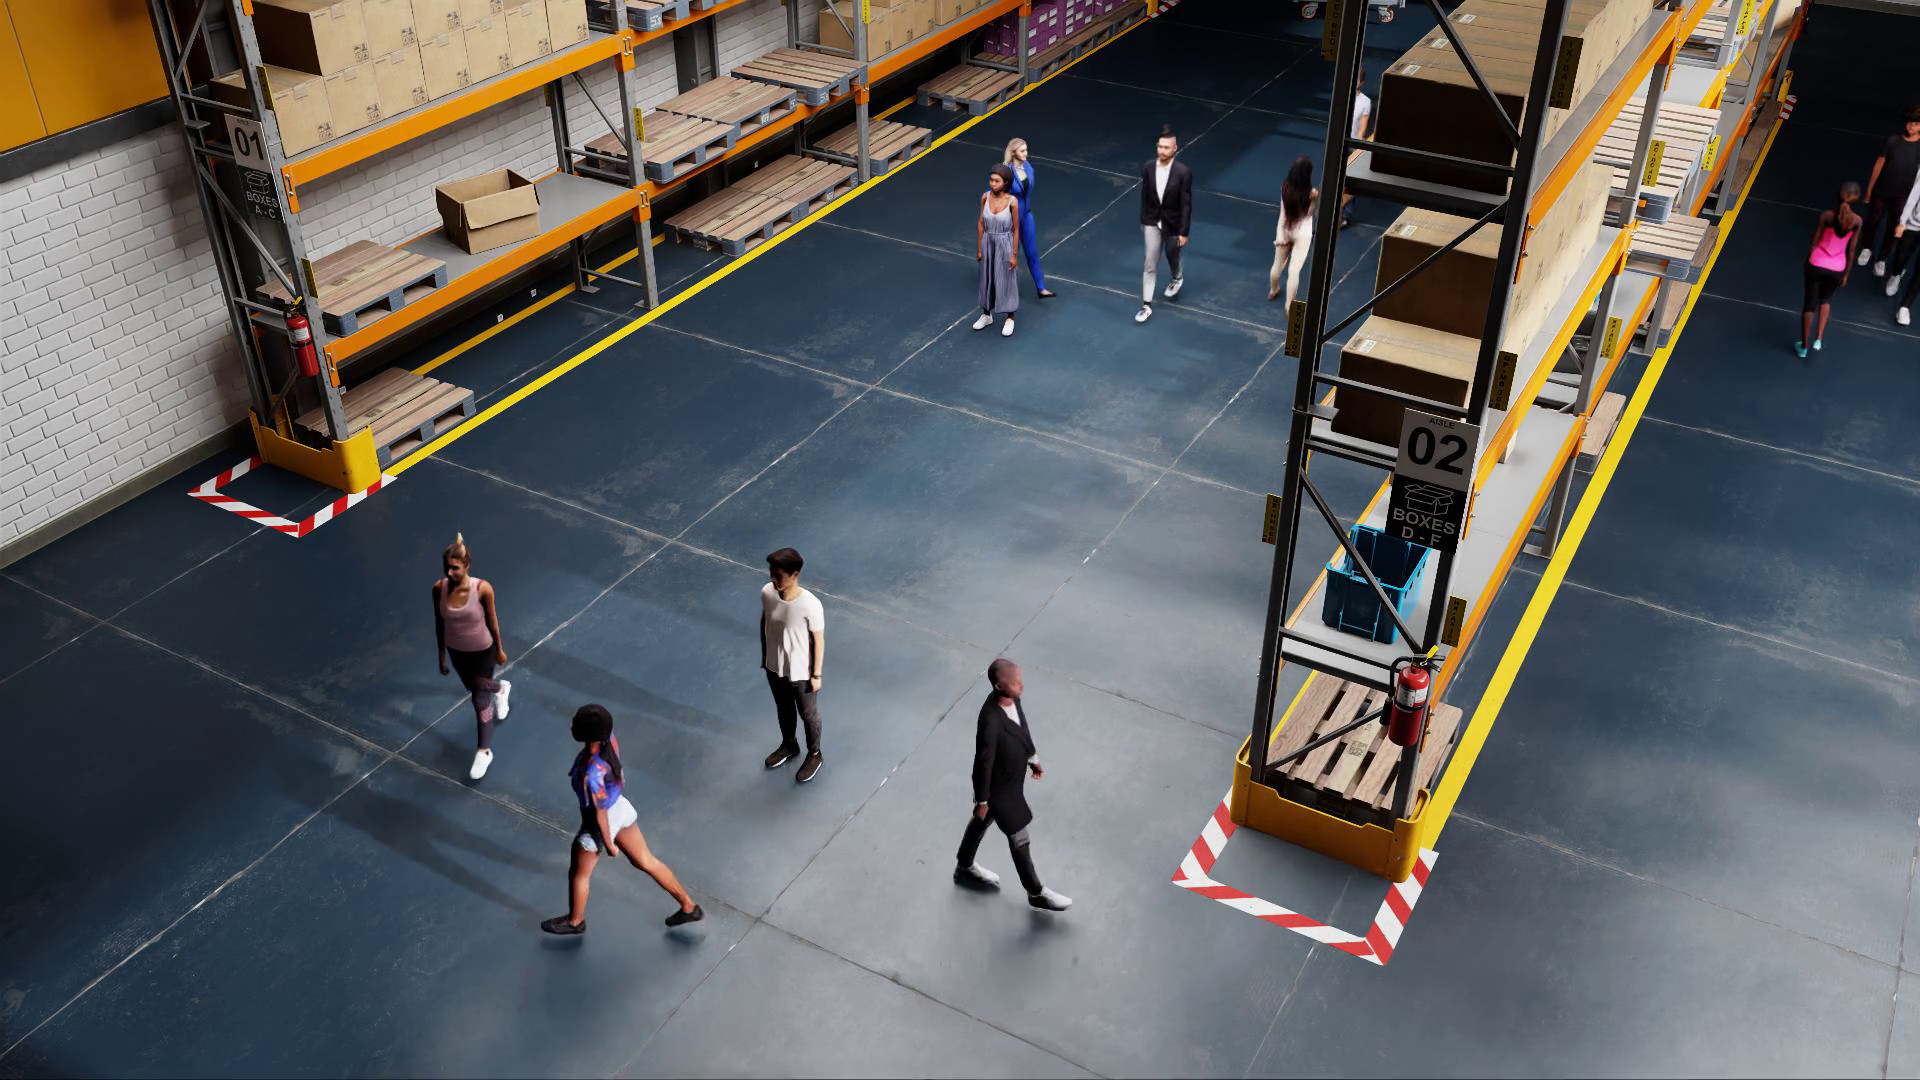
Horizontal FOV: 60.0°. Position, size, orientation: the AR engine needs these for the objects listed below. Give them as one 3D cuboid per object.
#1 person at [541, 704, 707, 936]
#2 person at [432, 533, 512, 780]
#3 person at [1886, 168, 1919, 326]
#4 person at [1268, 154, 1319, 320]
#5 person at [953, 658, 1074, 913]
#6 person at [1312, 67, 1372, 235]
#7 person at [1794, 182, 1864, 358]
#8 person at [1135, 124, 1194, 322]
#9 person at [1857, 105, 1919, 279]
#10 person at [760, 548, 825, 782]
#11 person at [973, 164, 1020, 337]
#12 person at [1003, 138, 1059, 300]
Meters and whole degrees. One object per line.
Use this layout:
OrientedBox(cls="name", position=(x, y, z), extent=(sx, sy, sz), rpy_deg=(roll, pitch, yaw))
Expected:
OrientedBox(cls="person", position=(-1.899, 1.614, 9.401), extent=(0.969, 1.697, 1.196), rpy_deg=(4, 34, 6))
OrientedBox(cls="person", position=(-3.177, 0.673, 10.893), extent=(0.823, 1.612, 1.140), rpy_deg=(5, 34, 8))
OrientedBox(cls="person", position=(9.470, -3.106, 16.307), extent=(0.758, 1.912, 1.053), rpy_deg=(13, 36, 19))
OrientedBox(cls="person", position=(3.367, -3.076, 16.511), extent=(0.615, 1.637, 0.888), rpy_deg=(16, 37, 23))
OrientedBox(cls="person", position=(0.136, 1.390, 9.708), extent=(0.877, 1.730, 1.018), rpy_deg=(9, 35, 13))
OrientedBox(cls="person", position=(4.258, -4.261, 18.114), extent=(0.638, 1.837, 1.010), rpy_deg=(20, 39, 27))
OrientedBox(cls="person", position=(8.096, -2.486, 15.558), extent=(0.620, 1.709, 0.697), rpy_deg=(11, 35, 15))
OrientedBox(cls="person", position=(2.063, -3.177, 16.422), extent=(0.762, 1.905, 1.226), rpy_deg=(17, 37, 24))
OrientedBox(cls="person", position=(9.730, -3.683, 17.315), extent=(0.638, 1.759, 0.875), rpy_deg=(17, 37, 24))
OrientedBox(cls="person", position=(-1.068, 0.772, 10.645), extent=(0.639, 1.722, 0.543), rpy_deg=(21, 39, 28))
OrientedBox(cls="person", position=(0.377, -2.805, 16.052), extent=(0.585, 1.695, 0.512), rpy_deg=(15, 37, 22))
OrientedBox(cls="person", position=(0.446, -3.232, 16.720), extent=(1.140, 1.665, 0.899), rpy_deg=(-27, 42, -34))
